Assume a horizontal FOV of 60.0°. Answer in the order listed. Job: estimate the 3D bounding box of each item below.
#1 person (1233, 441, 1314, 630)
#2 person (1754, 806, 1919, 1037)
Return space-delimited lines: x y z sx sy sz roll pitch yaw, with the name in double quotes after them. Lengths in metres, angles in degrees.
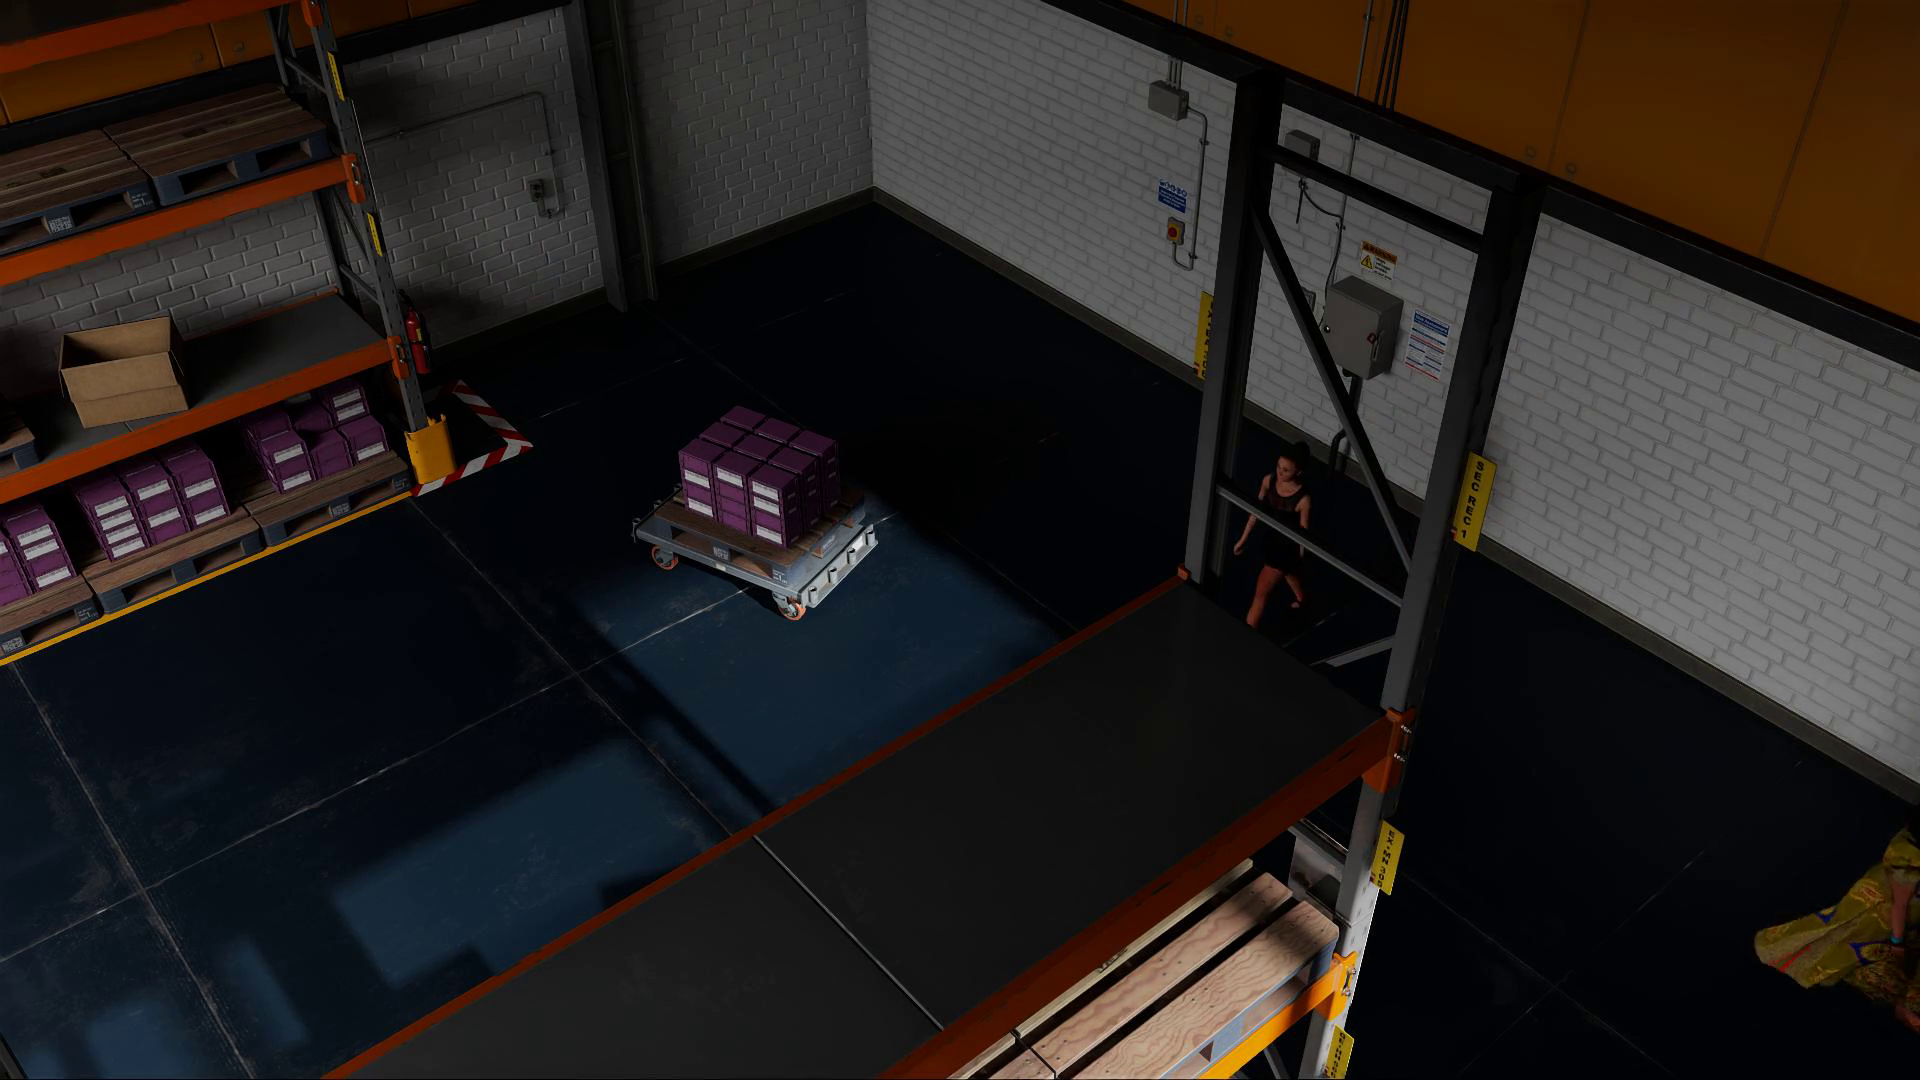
2.278 0.002 11.526 1.157 1.620 0.666 -22 44 -25 "person"
4.958 1.974 9.066 1.180 1.608 0.835 -31 48 -33 "person"
